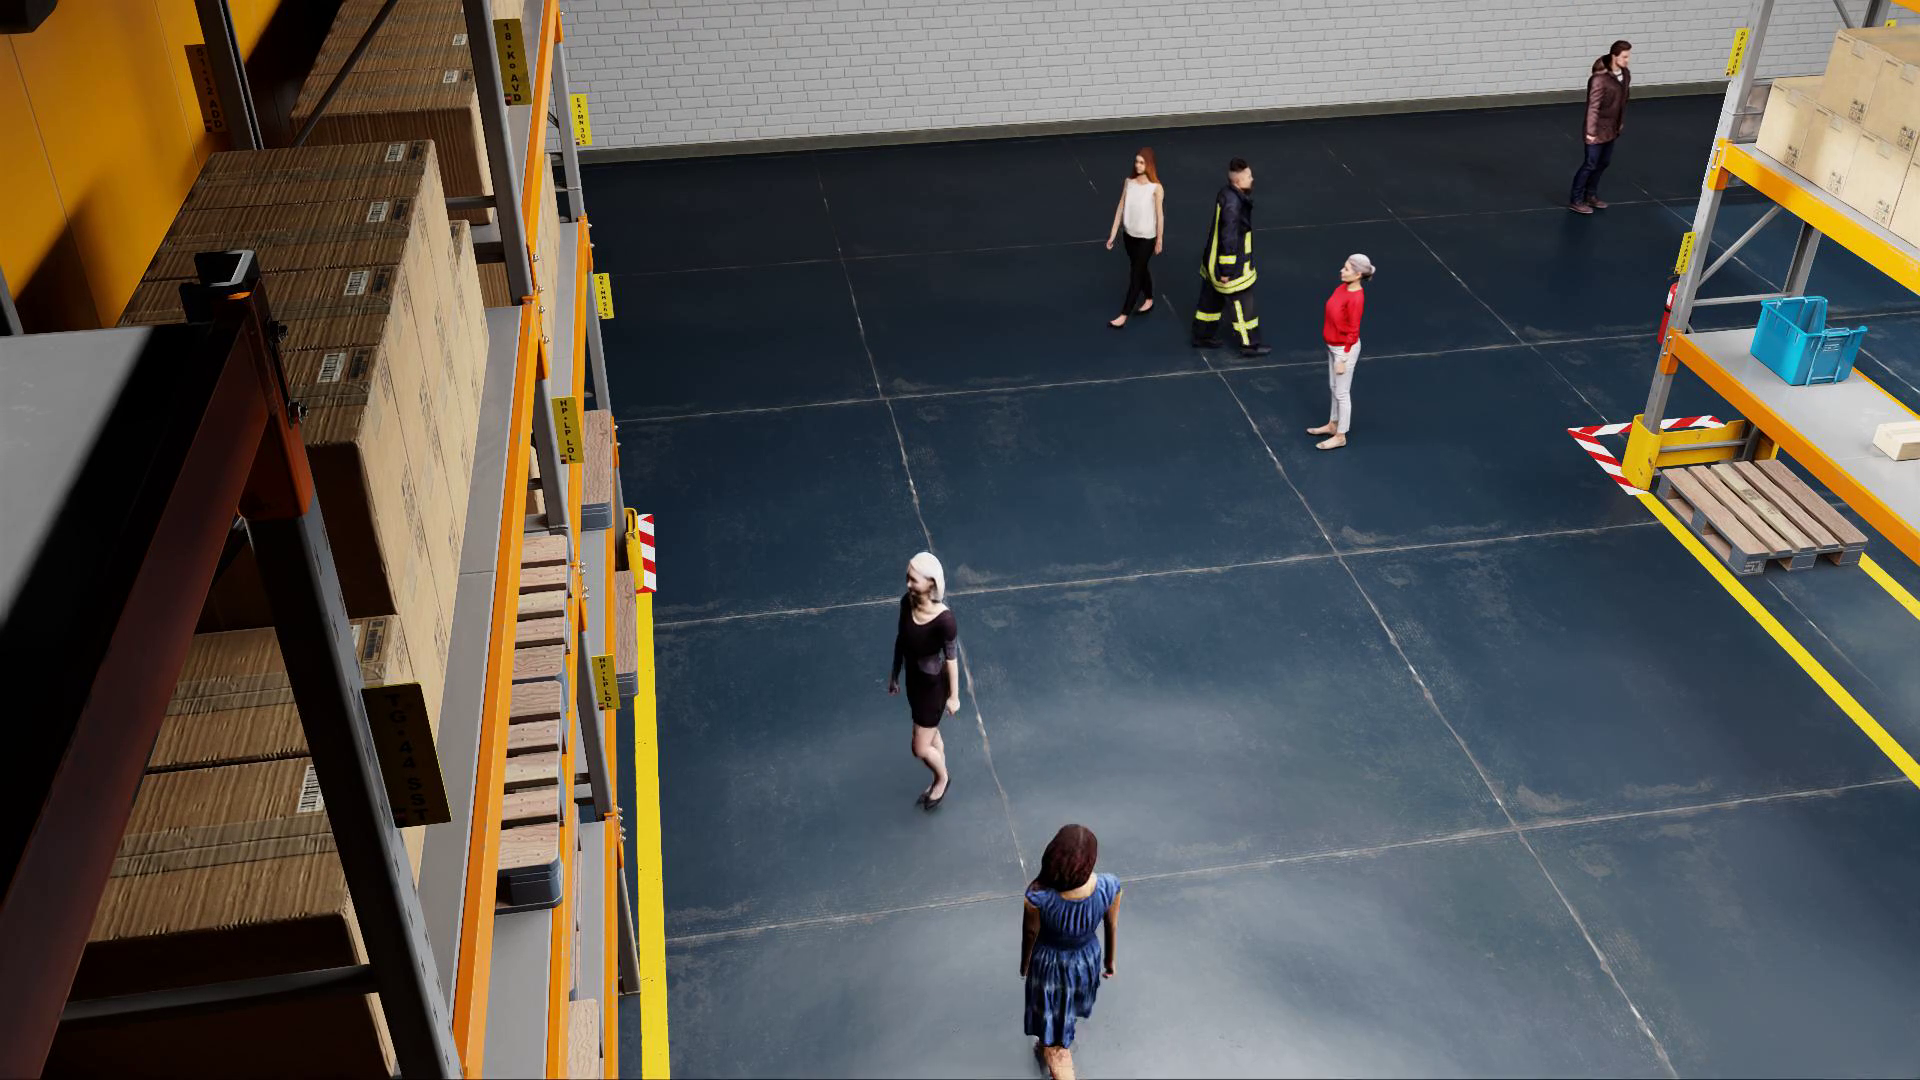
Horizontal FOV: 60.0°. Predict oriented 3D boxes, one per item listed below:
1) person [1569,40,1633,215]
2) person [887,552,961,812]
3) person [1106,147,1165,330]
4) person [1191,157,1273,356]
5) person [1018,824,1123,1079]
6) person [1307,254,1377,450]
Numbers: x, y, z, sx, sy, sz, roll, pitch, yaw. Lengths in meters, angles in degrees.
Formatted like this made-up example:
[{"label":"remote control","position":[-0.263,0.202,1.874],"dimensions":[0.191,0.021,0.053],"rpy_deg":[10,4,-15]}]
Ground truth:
[{"label":"person","position":[6.780,-4.375,17.575],"dimensions":[0.859,1.838,0.849],"rpy_deg":[-25,41,-32]},{"label":"person","position":[-0.119,0.823,9.775],"dimensions":[0.795,1.816,0.718],"rpy_deg":[-27,42,-34]},{"label":"person","position":[1.713,-2.816,15.369],"dimensions":[0.999,1.685,1.047],"rpy_deg":[-27,42,-34]},{"label":"person","position":[2.304,-2.518,14.778],"dimensions":[0.925,1.842,0.949],"rpy_deg":[0,34,-1]},{"label":"person","position":[0.519,2.116,7.866],"dimensions":[0.739,1.775,1.154],"rpy_deg":[-11,35,-15]},{"label":"person","position":[3.097,-1.527,13.423],"dimensions":[0.626,1.693,0.506],"rpy_deg":[-2,34,-3]}]
